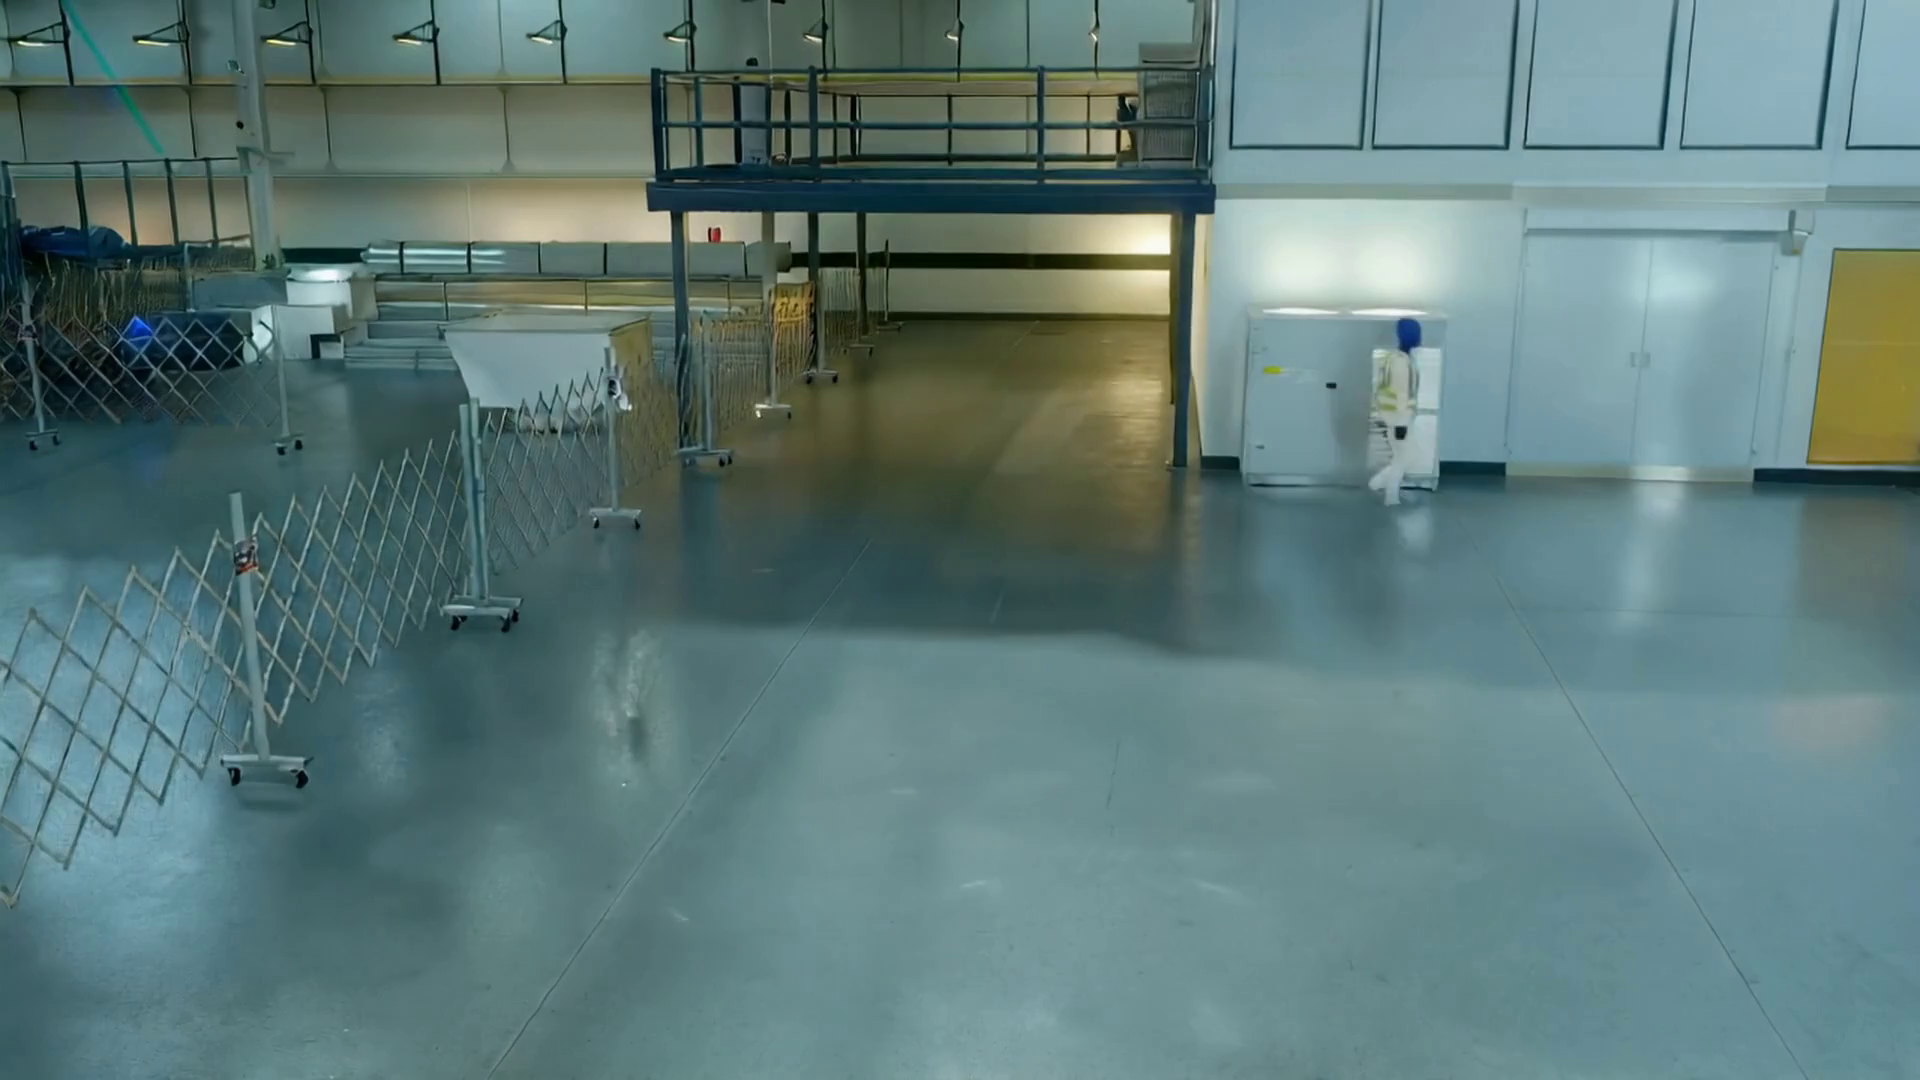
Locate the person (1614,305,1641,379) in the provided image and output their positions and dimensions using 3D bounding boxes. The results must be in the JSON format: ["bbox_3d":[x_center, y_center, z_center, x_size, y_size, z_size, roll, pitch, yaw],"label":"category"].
[{"bbox_3d":[8.781,-2.557,21.857,0.654,1.608,0.508,-2,14,-9],"label":"person"}]

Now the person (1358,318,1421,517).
[{"bbox_3d":[4.069,-1.136,15.542,0.459,1.868,0.606,2,14,9],"label":"person"}]
